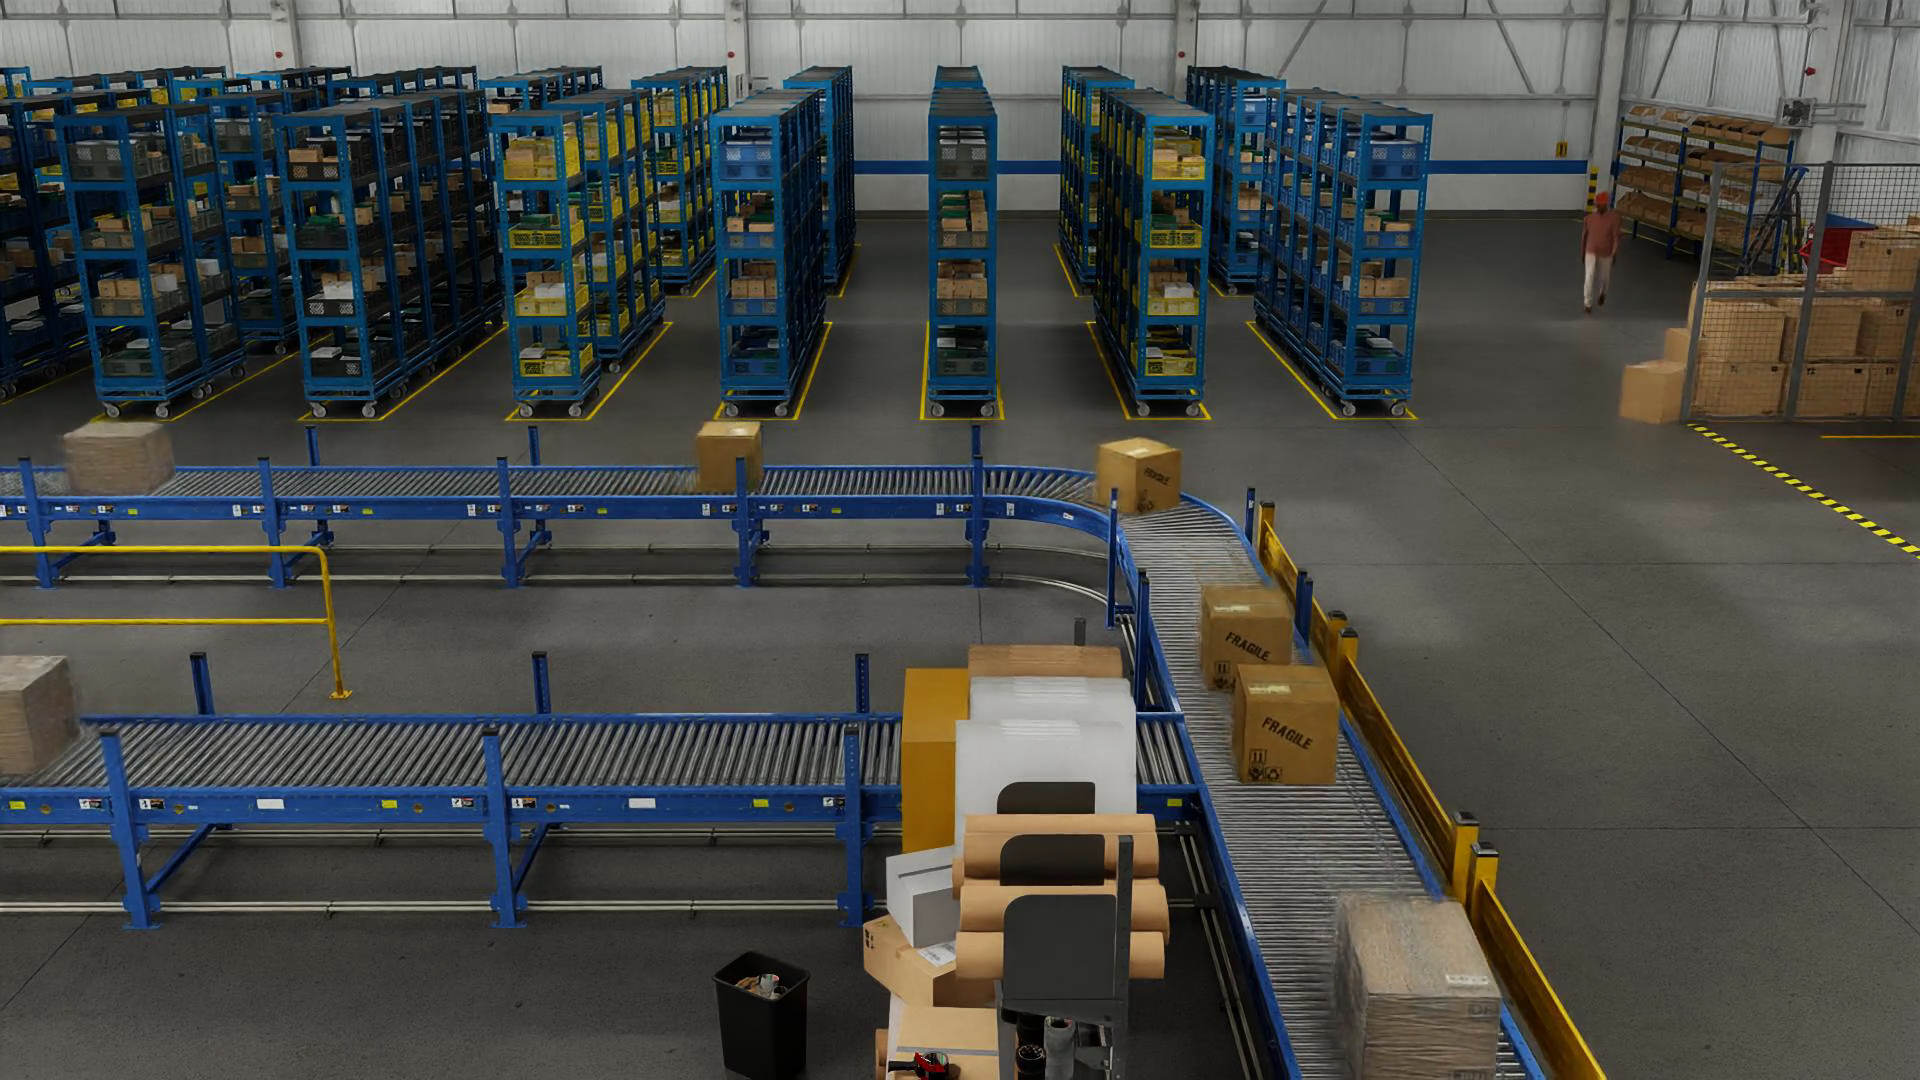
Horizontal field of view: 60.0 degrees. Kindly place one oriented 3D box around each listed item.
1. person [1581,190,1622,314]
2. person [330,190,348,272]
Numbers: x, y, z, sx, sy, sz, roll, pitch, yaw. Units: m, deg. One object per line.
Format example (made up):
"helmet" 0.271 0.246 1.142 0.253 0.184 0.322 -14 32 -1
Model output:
"person" 10.316 -4.659 26.821 0.604 1.966 0.833 8 20 23
"person" -11.156 -5.653 30.155 0.606 1.795 0.783 -3 18 -9
